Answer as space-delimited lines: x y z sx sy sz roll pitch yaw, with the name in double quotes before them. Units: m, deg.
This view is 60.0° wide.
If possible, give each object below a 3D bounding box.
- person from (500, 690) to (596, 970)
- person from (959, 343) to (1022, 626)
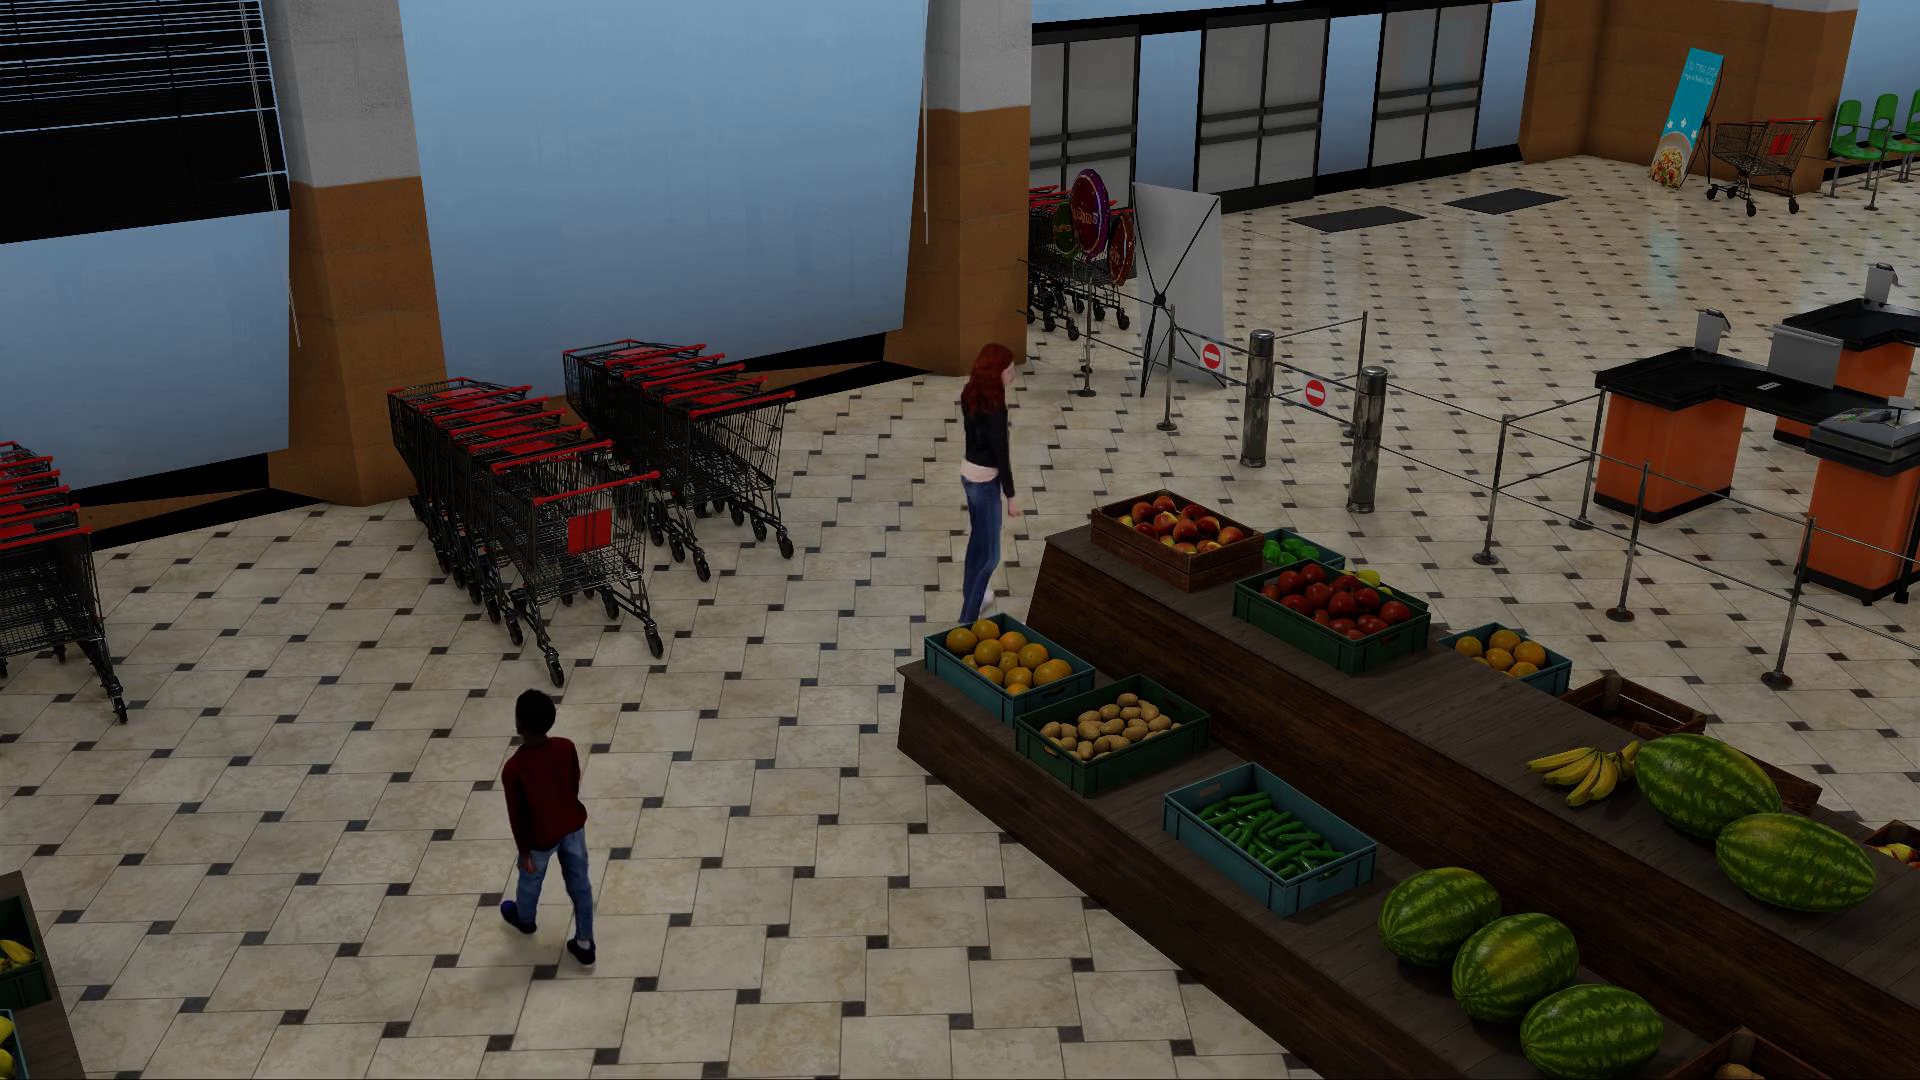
"person" -1.640 1.207 6.789 0.529 1.238 0.785 -17 29 -34
"person" 0.138 -0.280 9.521 1.042 1.774 0.751 -14 27 -28
